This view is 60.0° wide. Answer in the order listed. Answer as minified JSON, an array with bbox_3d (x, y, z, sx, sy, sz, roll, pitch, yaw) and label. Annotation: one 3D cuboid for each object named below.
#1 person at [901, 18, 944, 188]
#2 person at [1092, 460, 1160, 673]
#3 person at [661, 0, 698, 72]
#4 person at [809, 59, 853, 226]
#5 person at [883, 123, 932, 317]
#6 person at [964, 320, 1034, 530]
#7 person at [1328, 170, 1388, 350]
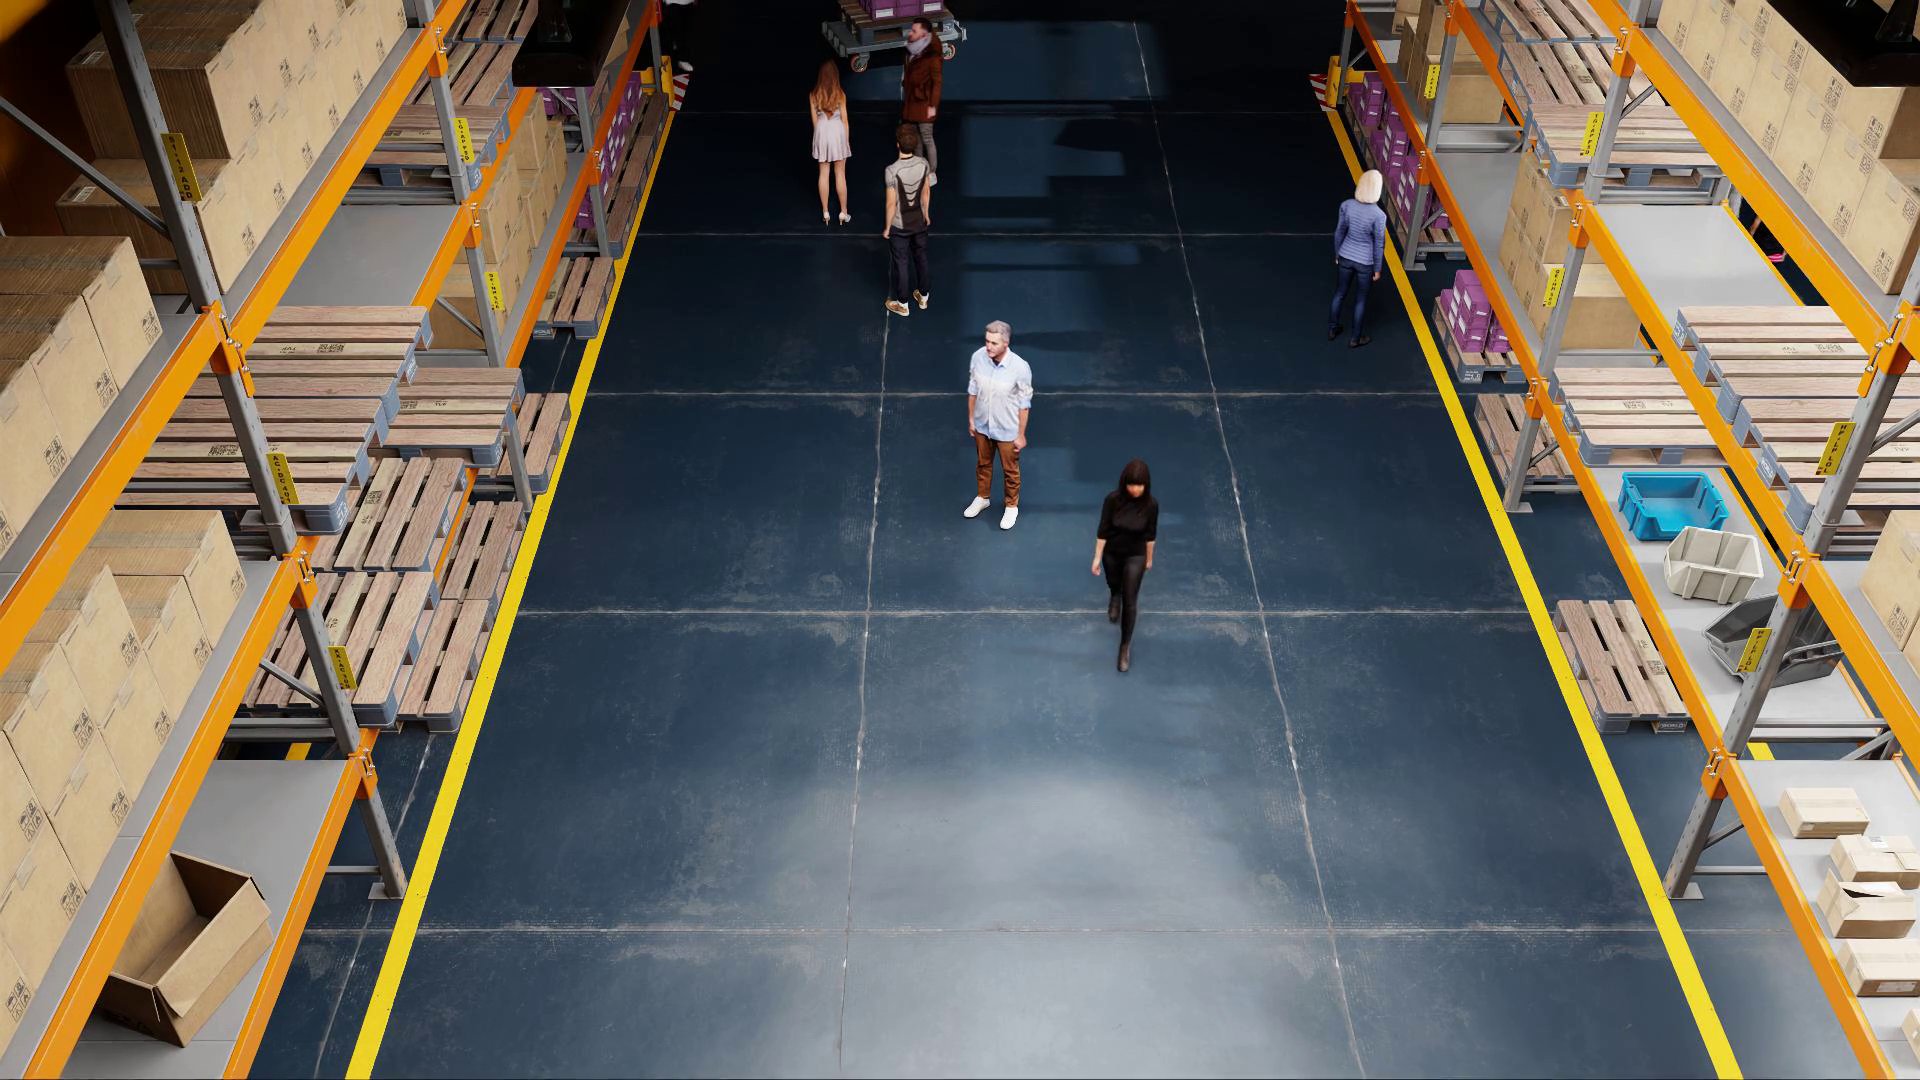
[{"bbox_3d":[-0.404,-4.681,17.744,0.903,1.839,0.816,-21,43,-24],"label":"person"},{"bbox_3d":[1.178,0.062,11.986,0.747,1.612,1.080,9,39,11],"label":"person"},{"bbox_3d":[-3.467,-6.631,20.335,0.967,1.653,1.099,-18,42,-21],"label":"person"},{"bbox_3d":[-1.321,-4.056,17.017,0.583,1.770,0.601,4,39,5],"label":"person"},{"bbox_3d":[-0.485,-2.998,15.590,0.733,1.896,0.745,-21,43,-25],"label":"person"},{"bbox_3d":[0.296,-0.931,13.057,0.771,1.827,0.745,18,42,21],"label":"person"},{"bbox_3d":[3.630,-2.567,15.171,0.720,1.745,0.765,29,47,31],"label":"person"}]
